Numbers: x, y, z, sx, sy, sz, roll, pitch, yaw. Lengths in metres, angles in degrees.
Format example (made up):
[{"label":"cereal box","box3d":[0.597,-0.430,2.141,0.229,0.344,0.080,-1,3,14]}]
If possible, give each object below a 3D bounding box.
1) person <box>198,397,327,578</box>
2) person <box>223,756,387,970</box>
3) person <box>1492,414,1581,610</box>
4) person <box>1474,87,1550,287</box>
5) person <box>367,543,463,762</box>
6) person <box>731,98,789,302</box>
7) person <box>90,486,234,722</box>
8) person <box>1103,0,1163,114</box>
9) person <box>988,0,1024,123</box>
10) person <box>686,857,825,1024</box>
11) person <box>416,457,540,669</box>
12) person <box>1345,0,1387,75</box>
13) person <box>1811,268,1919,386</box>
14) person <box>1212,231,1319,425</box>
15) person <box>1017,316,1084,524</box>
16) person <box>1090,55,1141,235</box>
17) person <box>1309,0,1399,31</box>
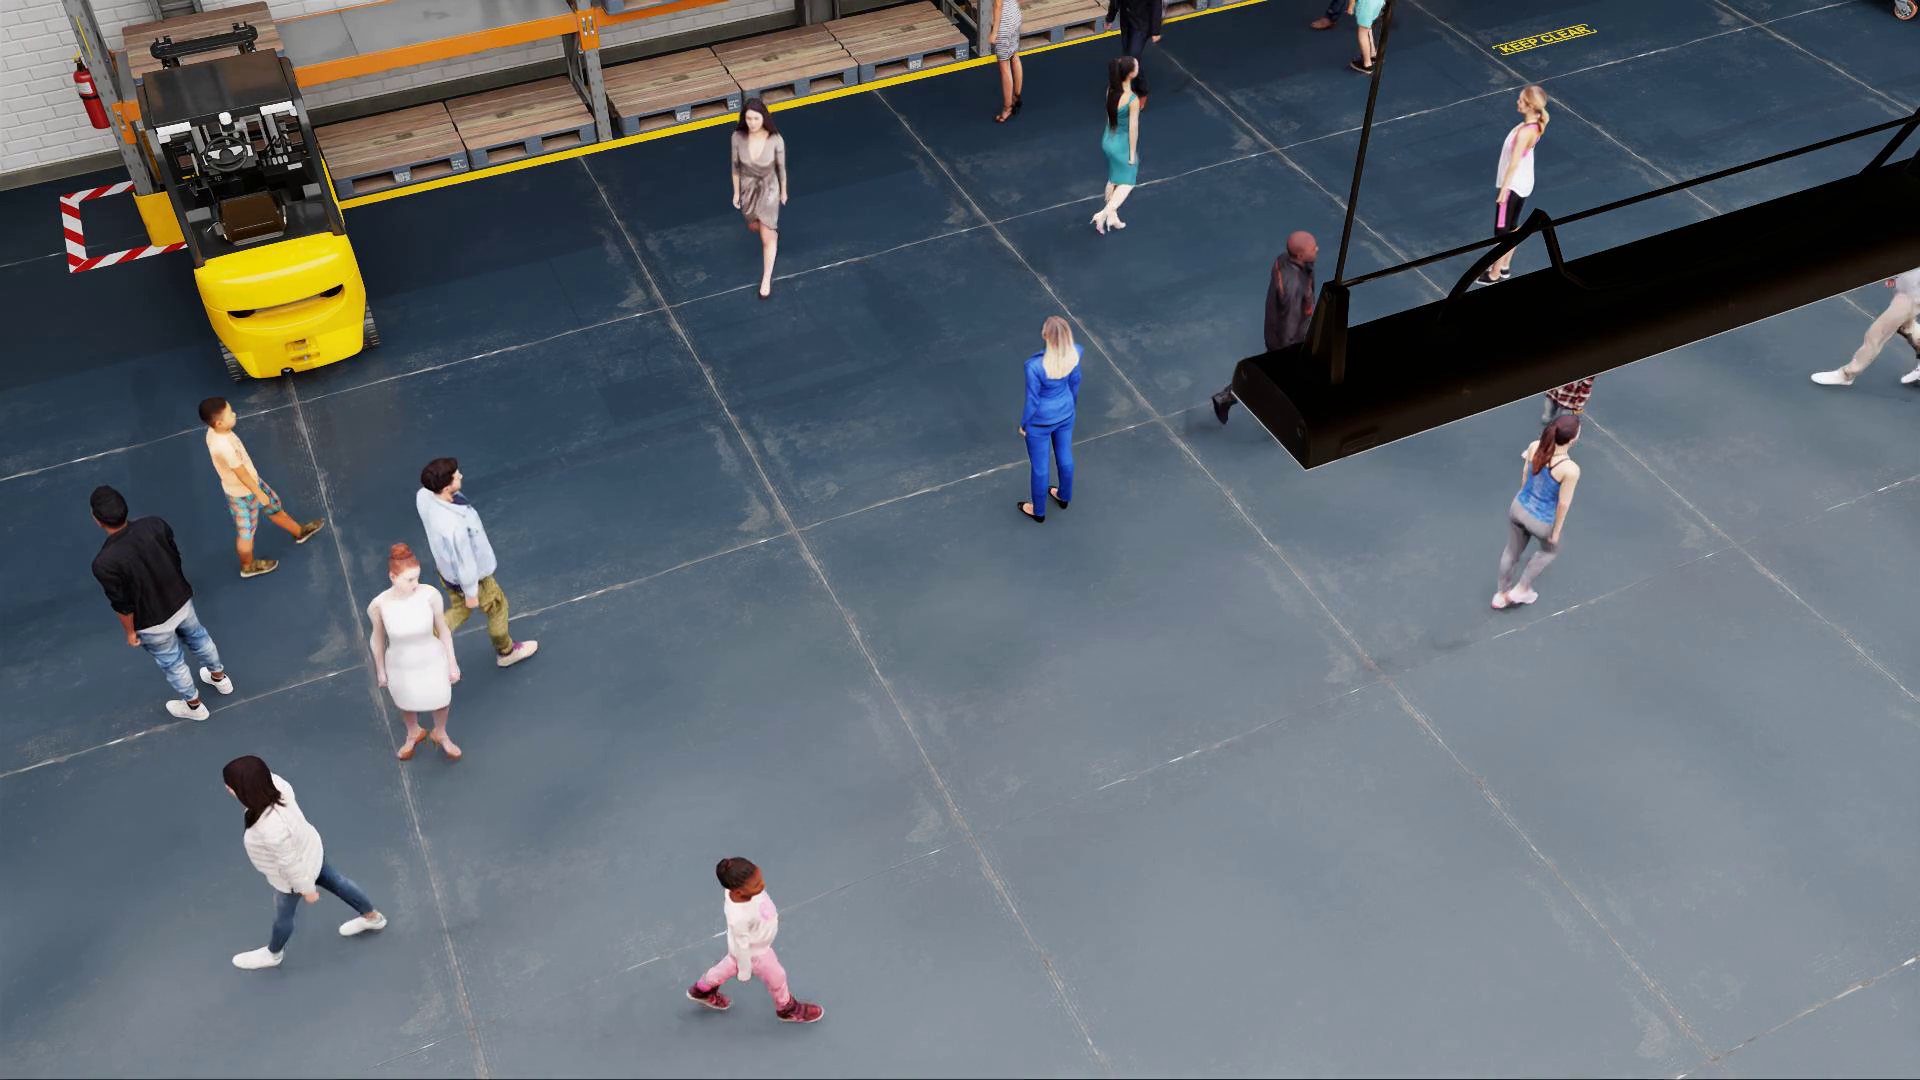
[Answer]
[{"label":"person","box3d":[-4.878,-0.331,11.137,0.878,1.440,0.575,-22,48,-21]},{"label":"person","box3d":[-3.477,1.691,8.900,1.060,1.597,0.739,-13,45,-13]},{"label":"person","box3d":[3.696,-0.136,10.816,0.615,1.598,0.618,-24,49,-23]},{"label":"person","box3d":[4.534,-2.874,13.553,0.736,1.788,0.611,27,50,26]},{"label":"person","box3d":[-3.223,0.725,9.791,0.511,1.767,0.781,-5,44,-5]},{"label":"person","box3d":[-1.626,-2.851,13.577,1.042,1.722,0.996,5,44,5]},{"label":"person","box3d":[-4.873,0.386,10.111,0.849,1.815,0.761,20,47,19]},{"label":"person","box3d":[1.719,-4.936,15.717,0.710,1.788,0.767,-30,51,-28]},{"label":"person","box3d":[0.448,-4.786,15.535,0.744,1.822,0.657,20,47,20]},{"label":"person","box3d":[-1.153,2.066,8.628,1.033,1.429,0.781,-3,44,-3]},{"label":"person","box3d":[-3.146,0.243,10.283,1.143,1.786,0.841,-29,51,-27]},{"label":"person","box3d":[4.037,-5.278,16.268,0.579,1.523,0.734,-23,48,-23]},{"label":"person","box3d":[7.256,-1.885,12.477,1.281,1.840,1.137,8,44,9]},{"label":"person","box3d":[2.273,-1.471,12.072,1.160,1.799,0.973,0,44,0]},{"label":"person","box3d":[0.632,-0.840,11.481,0.546,1.701,0.713,-26,49,-25]},{"label":"person","box3d":[1.283,-3.292,14.071,0.746,1.678,0.648,-28,50,-26]},{"label":"person","box3d":[4.141,-6.045,16.832,1.273,1.856,1.034,-1,44,-1]}]
